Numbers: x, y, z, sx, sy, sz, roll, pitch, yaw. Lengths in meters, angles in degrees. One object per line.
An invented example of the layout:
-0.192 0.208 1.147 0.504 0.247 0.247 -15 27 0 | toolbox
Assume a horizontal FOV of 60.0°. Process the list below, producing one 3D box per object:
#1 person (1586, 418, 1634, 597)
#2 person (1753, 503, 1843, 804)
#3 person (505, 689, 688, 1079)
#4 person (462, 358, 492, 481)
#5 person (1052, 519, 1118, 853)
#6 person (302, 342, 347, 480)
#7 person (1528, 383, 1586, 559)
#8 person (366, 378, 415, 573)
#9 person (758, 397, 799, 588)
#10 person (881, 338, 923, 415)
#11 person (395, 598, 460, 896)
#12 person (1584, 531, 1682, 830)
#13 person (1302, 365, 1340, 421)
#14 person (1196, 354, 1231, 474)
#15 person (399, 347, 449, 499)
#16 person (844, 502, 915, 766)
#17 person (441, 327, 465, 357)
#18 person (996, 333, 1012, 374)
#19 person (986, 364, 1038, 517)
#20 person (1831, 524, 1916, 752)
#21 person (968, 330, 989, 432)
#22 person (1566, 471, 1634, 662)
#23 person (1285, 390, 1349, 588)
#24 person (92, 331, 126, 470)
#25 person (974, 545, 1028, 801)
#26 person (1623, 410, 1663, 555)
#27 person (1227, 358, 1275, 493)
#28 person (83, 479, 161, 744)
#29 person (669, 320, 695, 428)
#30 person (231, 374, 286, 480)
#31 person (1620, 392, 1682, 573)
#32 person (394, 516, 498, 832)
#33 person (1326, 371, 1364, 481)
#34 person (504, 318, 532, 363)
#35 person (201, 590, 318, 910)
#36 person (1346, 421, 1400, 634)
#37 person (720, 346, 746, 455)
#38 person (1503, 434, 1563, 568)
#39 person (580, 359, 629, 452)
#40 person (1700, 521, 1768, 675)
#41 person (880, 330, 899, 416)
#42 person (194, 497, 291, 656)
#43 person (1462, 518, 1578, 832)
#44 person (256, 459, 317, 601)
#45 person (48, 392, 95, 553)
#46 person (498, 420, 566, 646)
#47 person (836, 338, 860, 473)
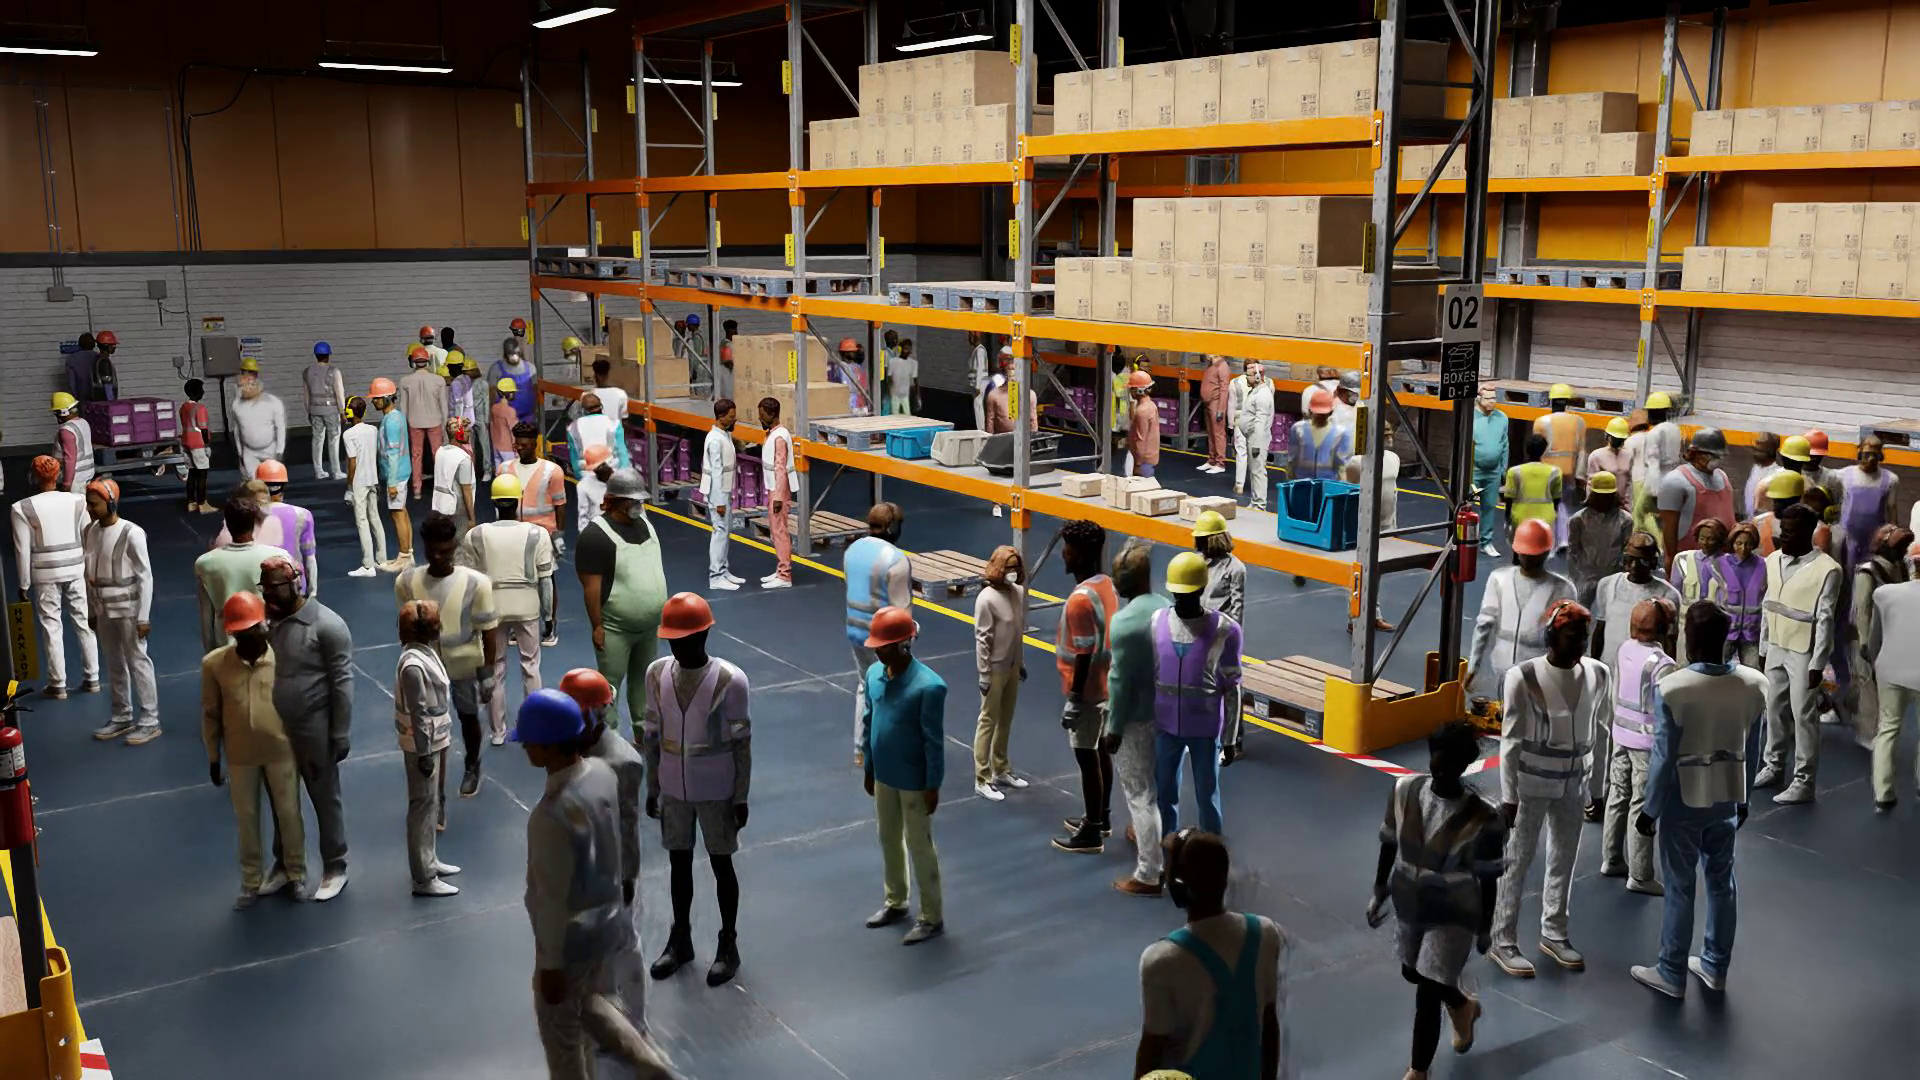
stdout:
6.337 -0.322 16.223 0.526 1.760 0.337 -4 12 -19 | person
5.301 0.710 10.567 0.396 1.911 0.581 -3 11 -14 | person
-1.435 1.502 6.443 0.564 1.928 0.621 2 11 9 | person
-6.795 -1.677 23.224 0.480 1.735 0.318 2 11 10 | person
0.740 0.849 9.700 0.370 1.965 0.608 4 12 20 | person
-8.931 -1.813 23.417 0.610 1.938 0.415 3 11 14 | person
6.433 -0.744 18.010 0.585 1.911 0.429 -2 11 -10 | person
-5.928 -0.675 17.332 0.406 2.035 0.606 -3 11 -15 | person
-1.830 -0.480 16.667 0.414 1.906 0.598 -3 11 -14 | person
-0.921 -2.164 25.415 0.573 1.848 0.744 -6 13 -29 | person
-2.932 1.127 9.122 0.307 1.637 0.525 -3 11 -13 | person
4.059 0.842 10.071 0.509 1.838 0.348 10 15 43 | person
4.483 -1.273 20.367 0.693 2.000 0.709 0 11 -1 | person
3.657 -1.913 23.986 0.400 1.910 0.643 -2 11 -9 | person
-7.028 -1.534 21.854 0.620 1.986 0.410 -3 11 -15 | person
-0.526 0.659 11.044 0.432 1.832 0.657 -8 14 -37 | person
-8.210 -2.501 27.005 0.587 1.910 0.398 9 14 39 | person
0.785 -2.576 27.576 0.386 1.835 0.565 3 11 15 | person
0.644 -1.217 20.462 0.643 1.900 0.398 -1 11 -6 | person
6.307 0.665 11.509 0.543 1.621 0.468 -6 12 -27 | person
0.291 -2.543 27.293 0.359 1.877 0.589 -1 11 -3 | person
5.004 0.314 13.042 0.487 1.737 0.358 2 11 10 | person
3.555 -0.515 16.649 0.627 1.973 1.082 3 11 13 | person
-12.404 -2.029 24.265 0.415 2.035 0.609 -8 14 -36 | person
0.274 0.833 10.632 0.278 1.631 0.507 7 13 33 | person
7.532 -0.653 18.390 0.562 1.566 0.896 -5 12 -24 | person
3.879 -1.536 22.239 0.624 1.841 0.430 1 11 4 | person
-5.922 0.499 11.702 0.583 1.882 0.337 5 12 24 | person
-4.859 -2.896 29.082 0.574 1.882 0.356 10 15 42 | person
-8.301 -1.045 19.722 0.626 1.851 0.891 -2 11 -11 | person
7.212 -0.602 17.338 0.593 1.875 0.984 -8 13 -34 | person
-3.149 0.769 10.273 0.614 1.907 1.024 -1 11 -6 | person
4.240 -0.846 18.180 0.676 2.000 0.536 -5 12 -26 | person
-7.358 -2.709 27.835 0.611 1.995 0.375 7 13 33 | person
-3.742 1.114 8.896 0.576 1.748 0.345 -2 11 -13 | person
3.659 -0.116 14.707 0.630 1.940 0.372 -9 14 -39 | person
-3.547 -2.131 25.553 0.594 1.728 0.592 -6 13 -28 | person
5.427 -0.183 15.792 0.529 1.642 0.865 3 12 17 | person
-4.391 -1.244 20.468 0.607 1.950 0.437 -9 14 -38 | person
5.358 0.669 11.480 0.524 1.631 0.324 3 11 14 | person
-1.151 -2.508 27.189 0.332 1.844 0.508 1 11 6 | person
-4.562 0.682 10.698 0.590 1.912 0.391 -3 11 -16 | person
3.372 0.809 10.080 0.560 1.887 0.943 9 15 40 | person
-5.046 0.362 12.314 0.549 1.924 0.387 -7 13 -31 | person
-9.555 -0.687 17.926 0.403 1.825 0.586 -2 11 -11 | person
-3.697 -0.059 14.341 0.601 1.967 0.369 2 11 8 | person
-1.624 -1.943 24.052 0.349 1.942 0.545 0 11 -2 | person
